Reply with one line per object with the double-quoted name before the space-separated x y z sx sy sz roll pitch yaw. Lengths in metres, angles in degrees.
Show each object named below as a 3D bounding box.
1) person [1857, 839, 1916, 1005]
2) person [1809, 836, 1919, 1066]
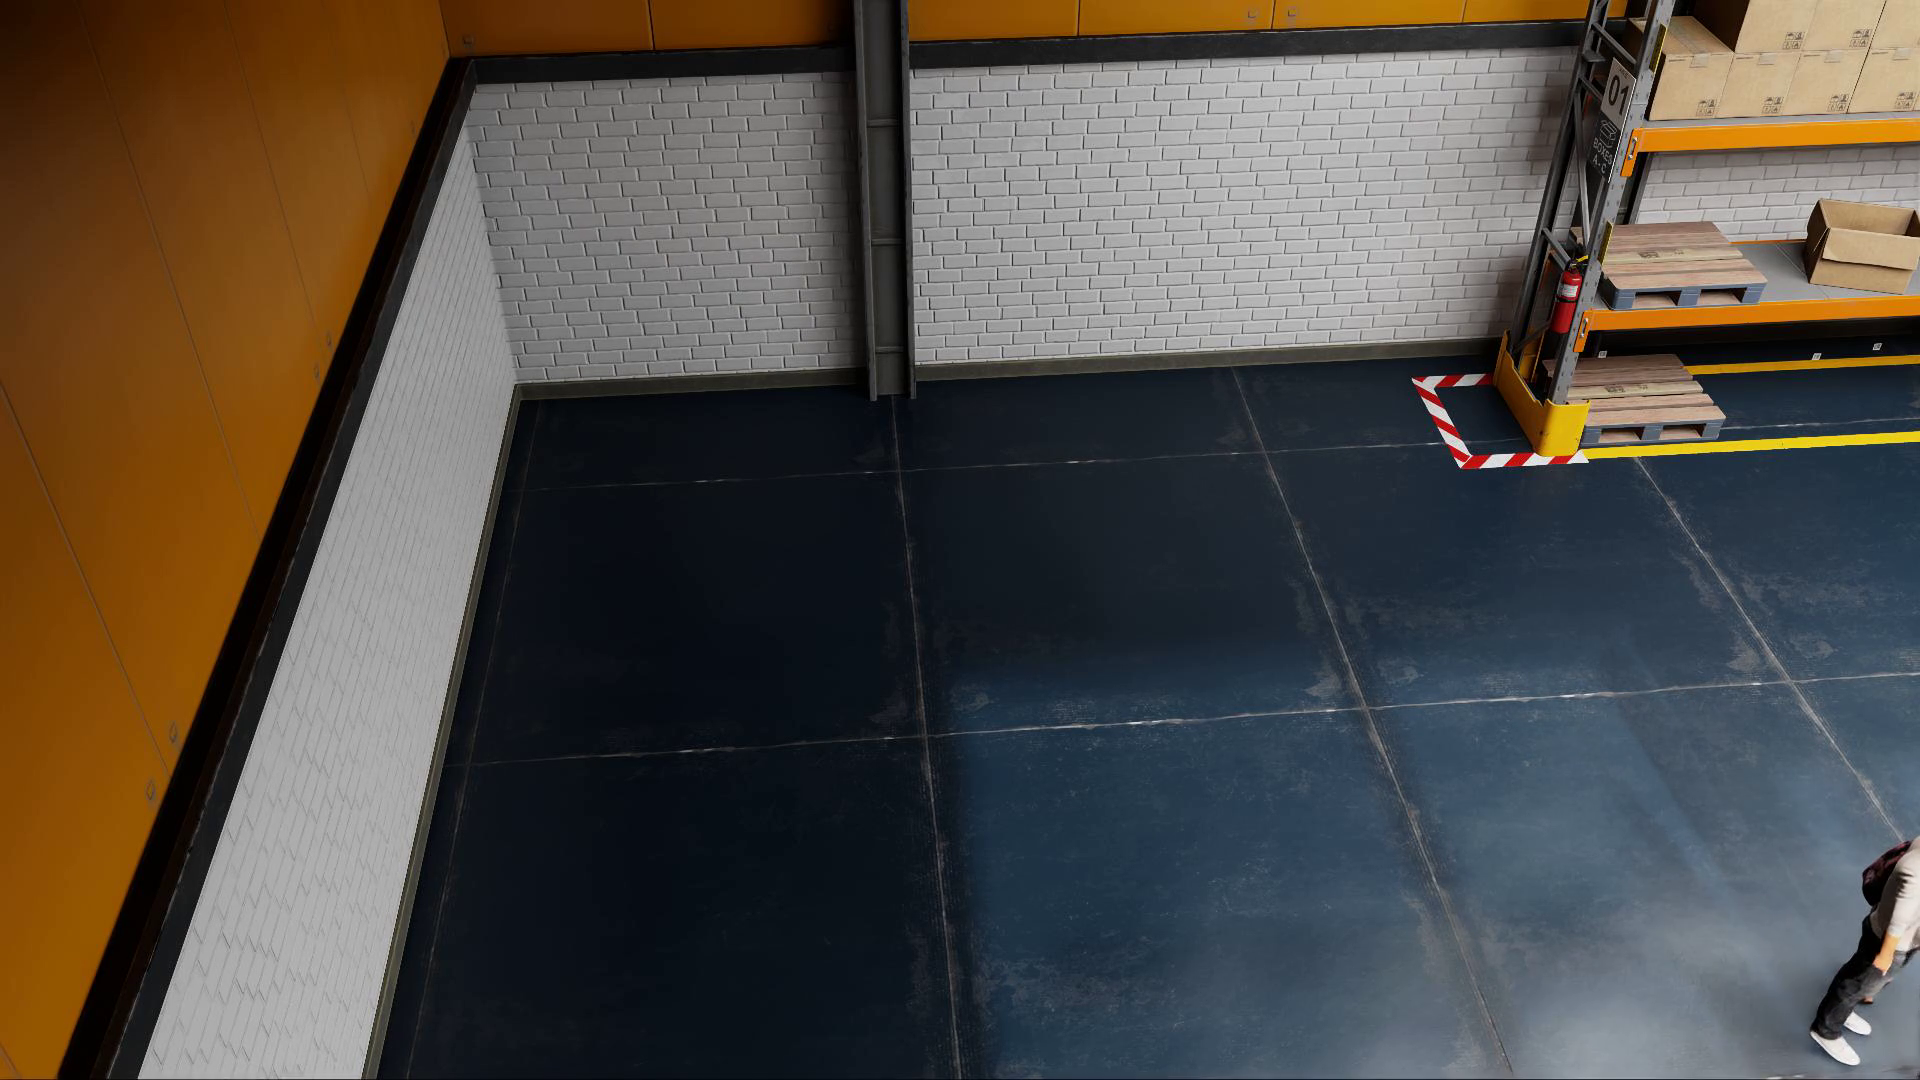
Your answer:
"person" 5.200 1.842 8.993 0.775 1.775 0.855 -25 45 -28
"person" 4.897 2.029 8.730 0.784 1.811 0.711 30 47 32
